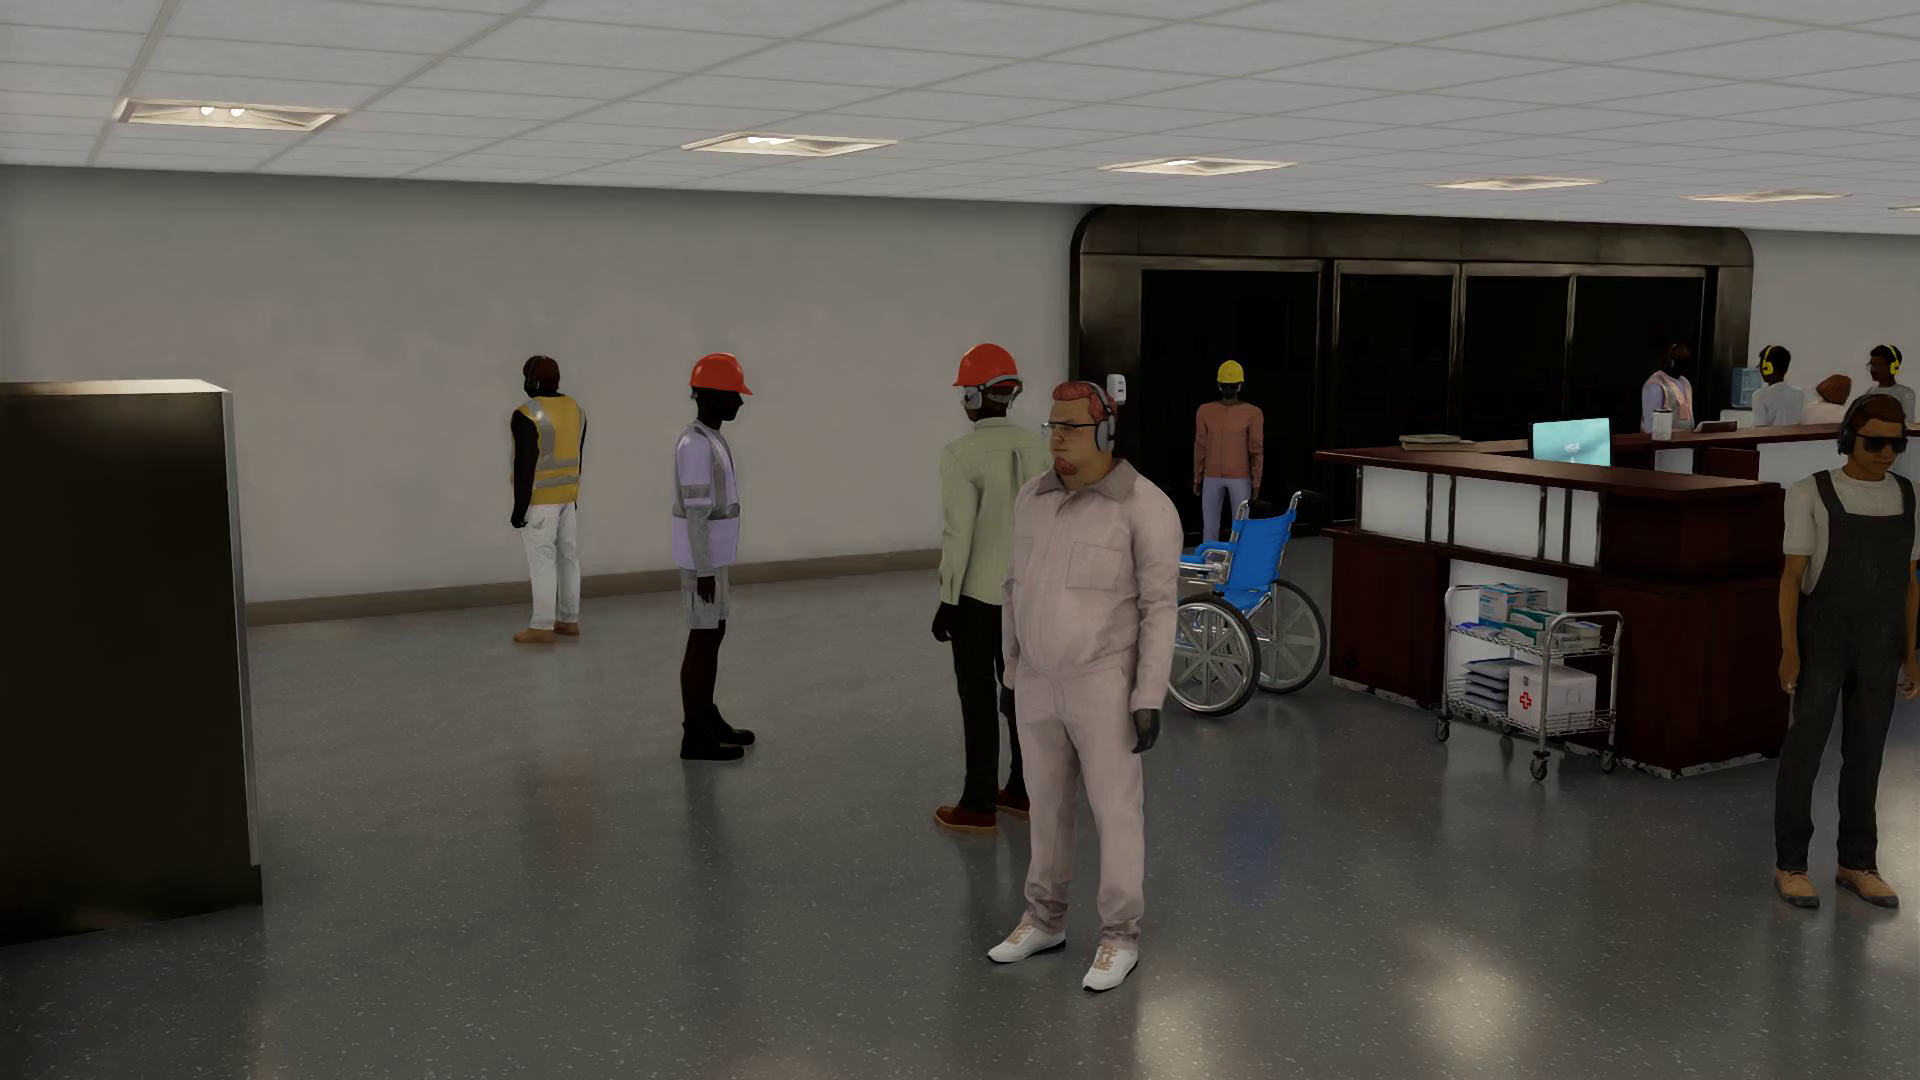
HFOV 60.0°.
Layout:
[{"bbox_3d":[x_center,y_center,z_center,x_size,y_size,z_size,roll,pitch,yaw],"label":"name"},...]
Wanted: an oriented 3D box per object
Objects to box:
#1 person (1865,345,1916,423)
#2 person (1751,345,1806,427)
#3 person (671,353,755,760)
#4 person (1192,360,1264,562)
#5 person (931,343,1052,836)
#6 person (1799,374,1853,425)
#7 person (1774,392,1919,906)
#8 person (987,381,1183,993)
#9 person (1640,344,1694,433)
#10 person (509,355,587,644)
[{"bbox_3d":[7.092,-0.565,12.806,0.310,1.864,0.534,-2,8,-12],"label":"person"},{"bbox_3d":[6.154,-0.543,12.644,0.508,1.865,0.328,-4,9,-24],"label":"person"},{"bbox_3d":[-1.168,0.078,7.921,0.390,1.929,0.545,0,8,1],"label":"person"},{"bbox_3d":[2.006,-0.466,12.471,0.531,1.761,0.334,3,9,23],"label":"person"},{"bbox_3d":[0.121,0.199,6.797,0.386,1.992,0.624,7,11,43],"label":"person"},{"bbox_3d":[7.210,-0.599,14.005,0.416,1.597,0.583,-5,9,-30],"label":"person"},{"bbox_3d":[3.185,0.393,5.943,0.506,1.842,0.346,0,8,-1],"label":"person"},{"bbox_3d":[0.370,0.454,5.269,0.639,1.910,0.406,7,10,40],"label":"person"},{"bbox_3d":[6.315,-0.830,14.874,0.626,1.835,0.432,-7,11,-42],"label":"person"},{"bbox_3d":[-2.665,-0.258,10.670,0.429,1.844,0.627,3,9,23],"label":"person"}]
